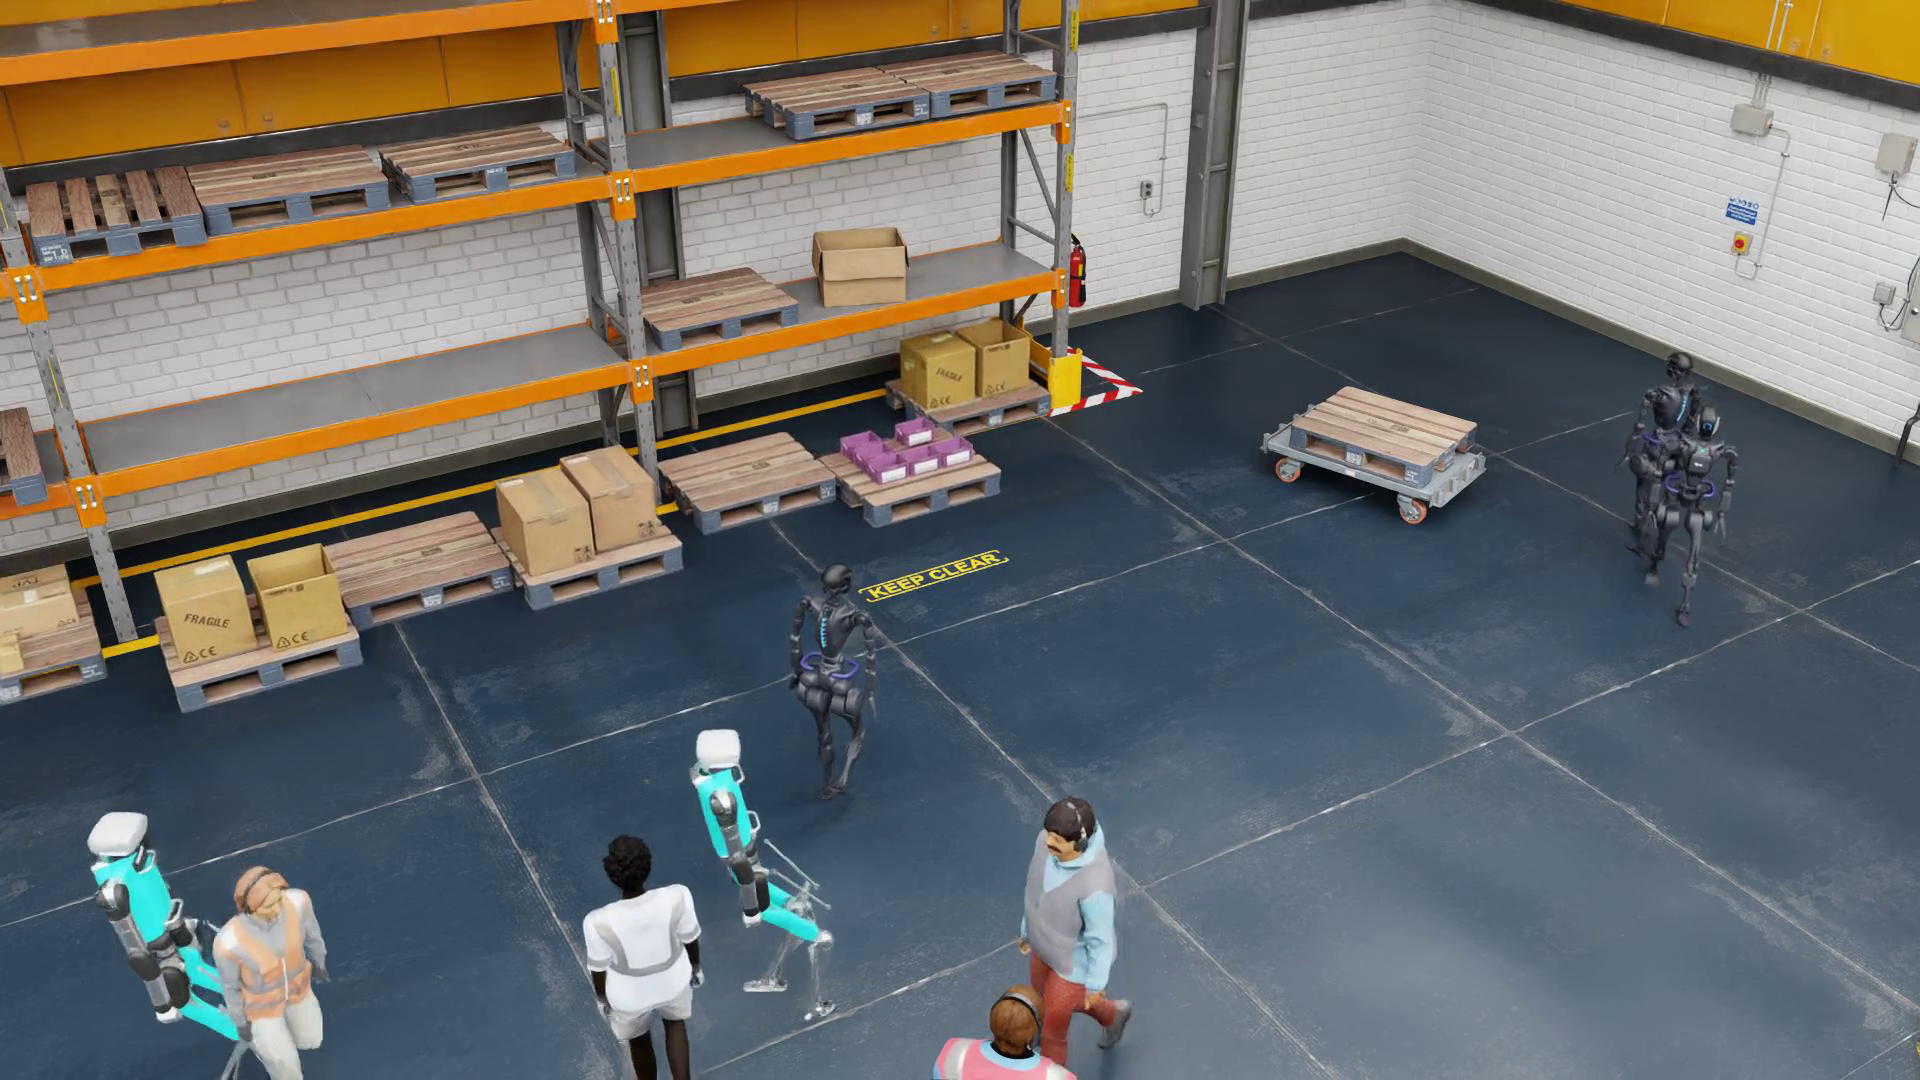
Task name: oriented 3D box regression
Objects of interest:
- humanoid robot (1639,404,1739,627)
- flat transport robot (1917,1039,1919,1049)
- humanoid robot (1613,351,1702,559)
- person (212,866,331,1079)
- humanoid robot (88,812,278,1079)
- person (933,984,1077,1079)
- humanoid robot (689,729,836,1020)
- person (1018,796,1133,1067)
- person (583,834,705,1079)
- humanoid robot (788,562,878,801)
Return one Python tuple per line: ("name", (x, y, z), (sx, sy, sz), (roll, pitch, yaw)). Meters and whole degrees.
("humanoid robot", (5.278, -0.256, 12.048), (0.601, 1.629, 0.768), (9, 31, 16))
("flat transport robot", (5.652, 2.647, 8.290), (1.431, 0.231, 0.659), (23, 37, 35))
("humanoid robot", (5.319, -0.694, 12.778), (0.584, 1.648, 0.555), (-10, 31, -16))
("person", (-3.260, 2.119, 7.861), (0.567, 1.614, 0.518), (19, 35, 30))
("humanoid robot", (-3.525, 2.058, 7.940), (0.805, 1.877, 0.531), (-5, 30, -10))
("person", (0.206, 2.563, 6.856), (0.628, 1.836, 0.431), (11, 31, 18))
("humanoid robot", (-0.919, 1.699, 8.502), (0.821, 1.800, 0.546), (-9, 31, -16))
("person", (0.537, 1.946, 7.918), (0.762, 1.853, 0.542), (-14, 32, -23))
("person", (-1.460, 2.103, 7.807), (0.547, 1.681, 0.428), (-12, 32, -21))
("humanoid robot", (-0.794, 0.875, 10.001), (0.610, 1.645, 0.386), (11, 31, 19))
